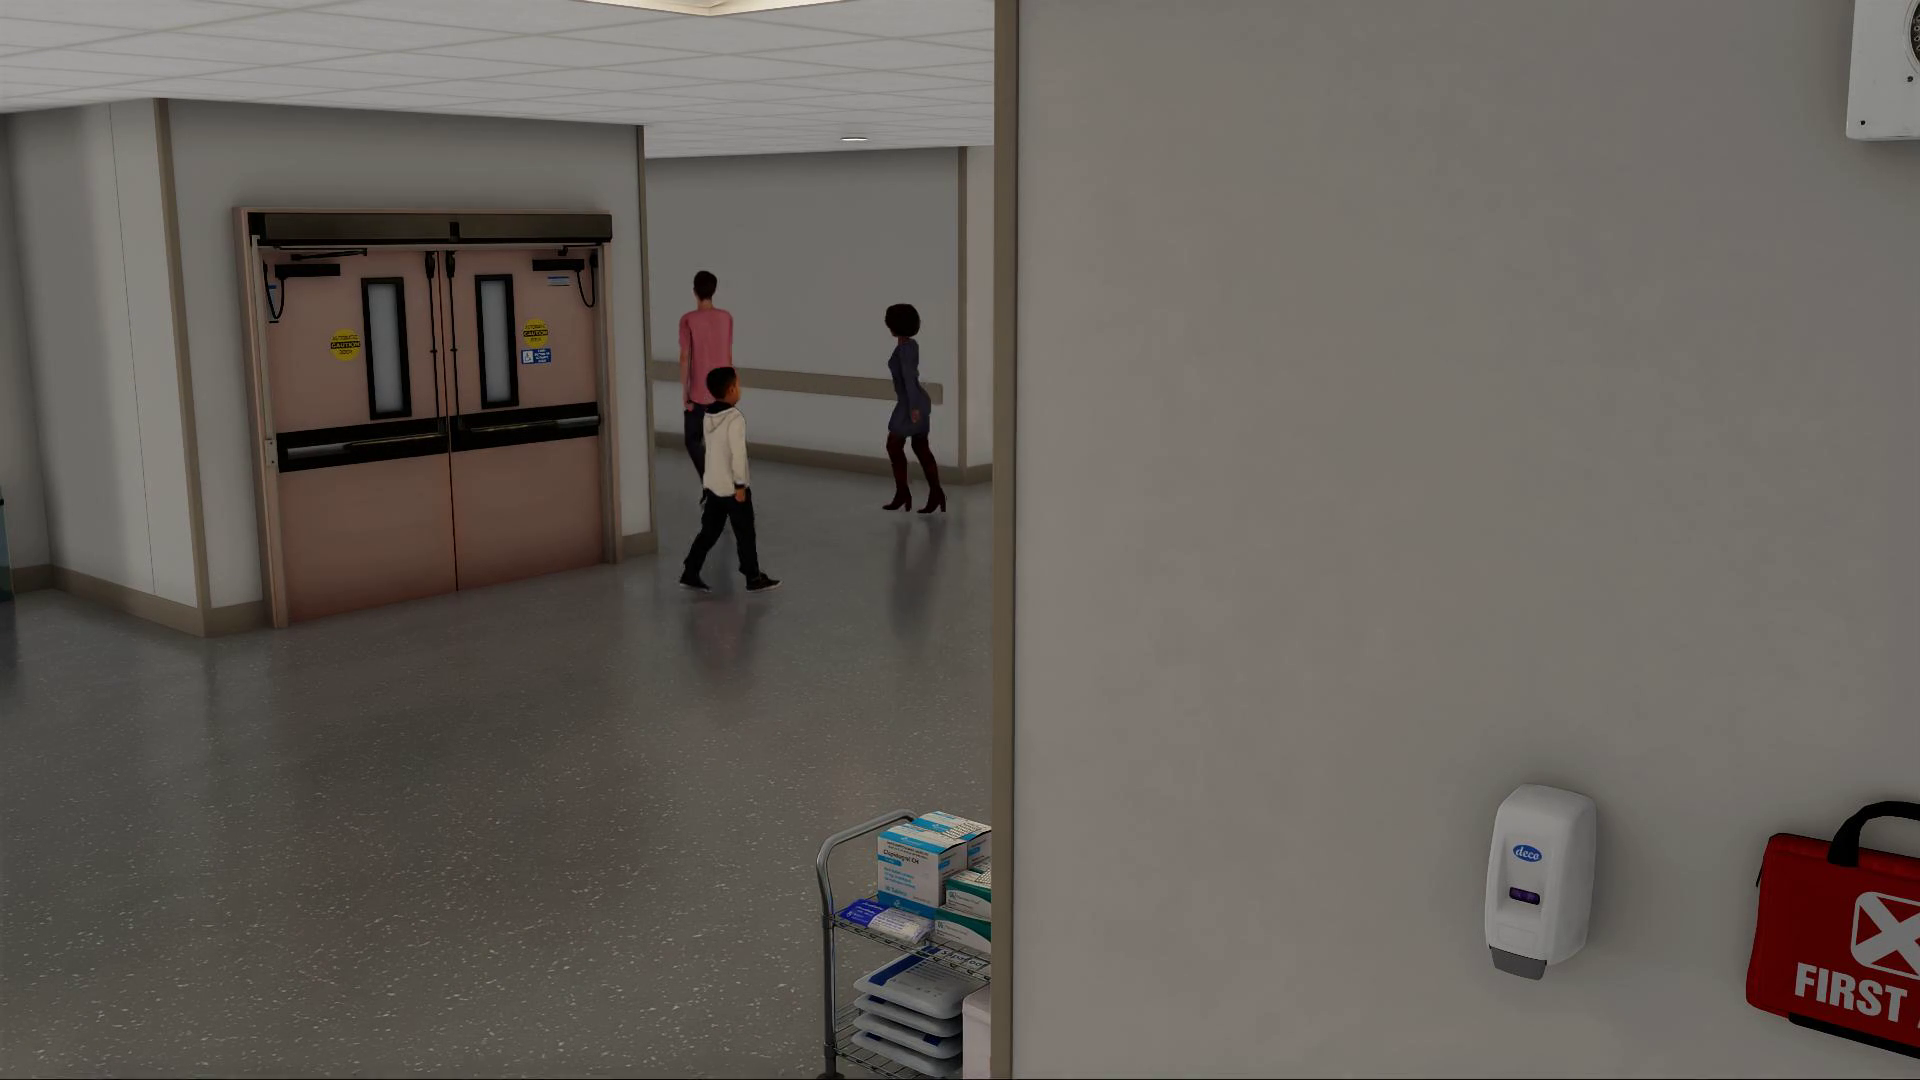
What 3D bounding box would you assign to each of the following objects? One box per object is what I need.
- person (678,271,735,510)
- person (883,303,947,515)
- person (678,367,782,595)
[{"bbox_3d":[-1.967,-1.155,13.290,0.806,1.943,0.843,-5,12,-26],"label":"person"},{"bbox_3d":[-0.321,-1.030,13.318,0.812,1.687,0.781,1,11,7],"label":"person"},{"bbox_3d":[-1.514,-0.339,10.351,0.922,1.435,0.683,-9,14,-41],"label":"person"}]
